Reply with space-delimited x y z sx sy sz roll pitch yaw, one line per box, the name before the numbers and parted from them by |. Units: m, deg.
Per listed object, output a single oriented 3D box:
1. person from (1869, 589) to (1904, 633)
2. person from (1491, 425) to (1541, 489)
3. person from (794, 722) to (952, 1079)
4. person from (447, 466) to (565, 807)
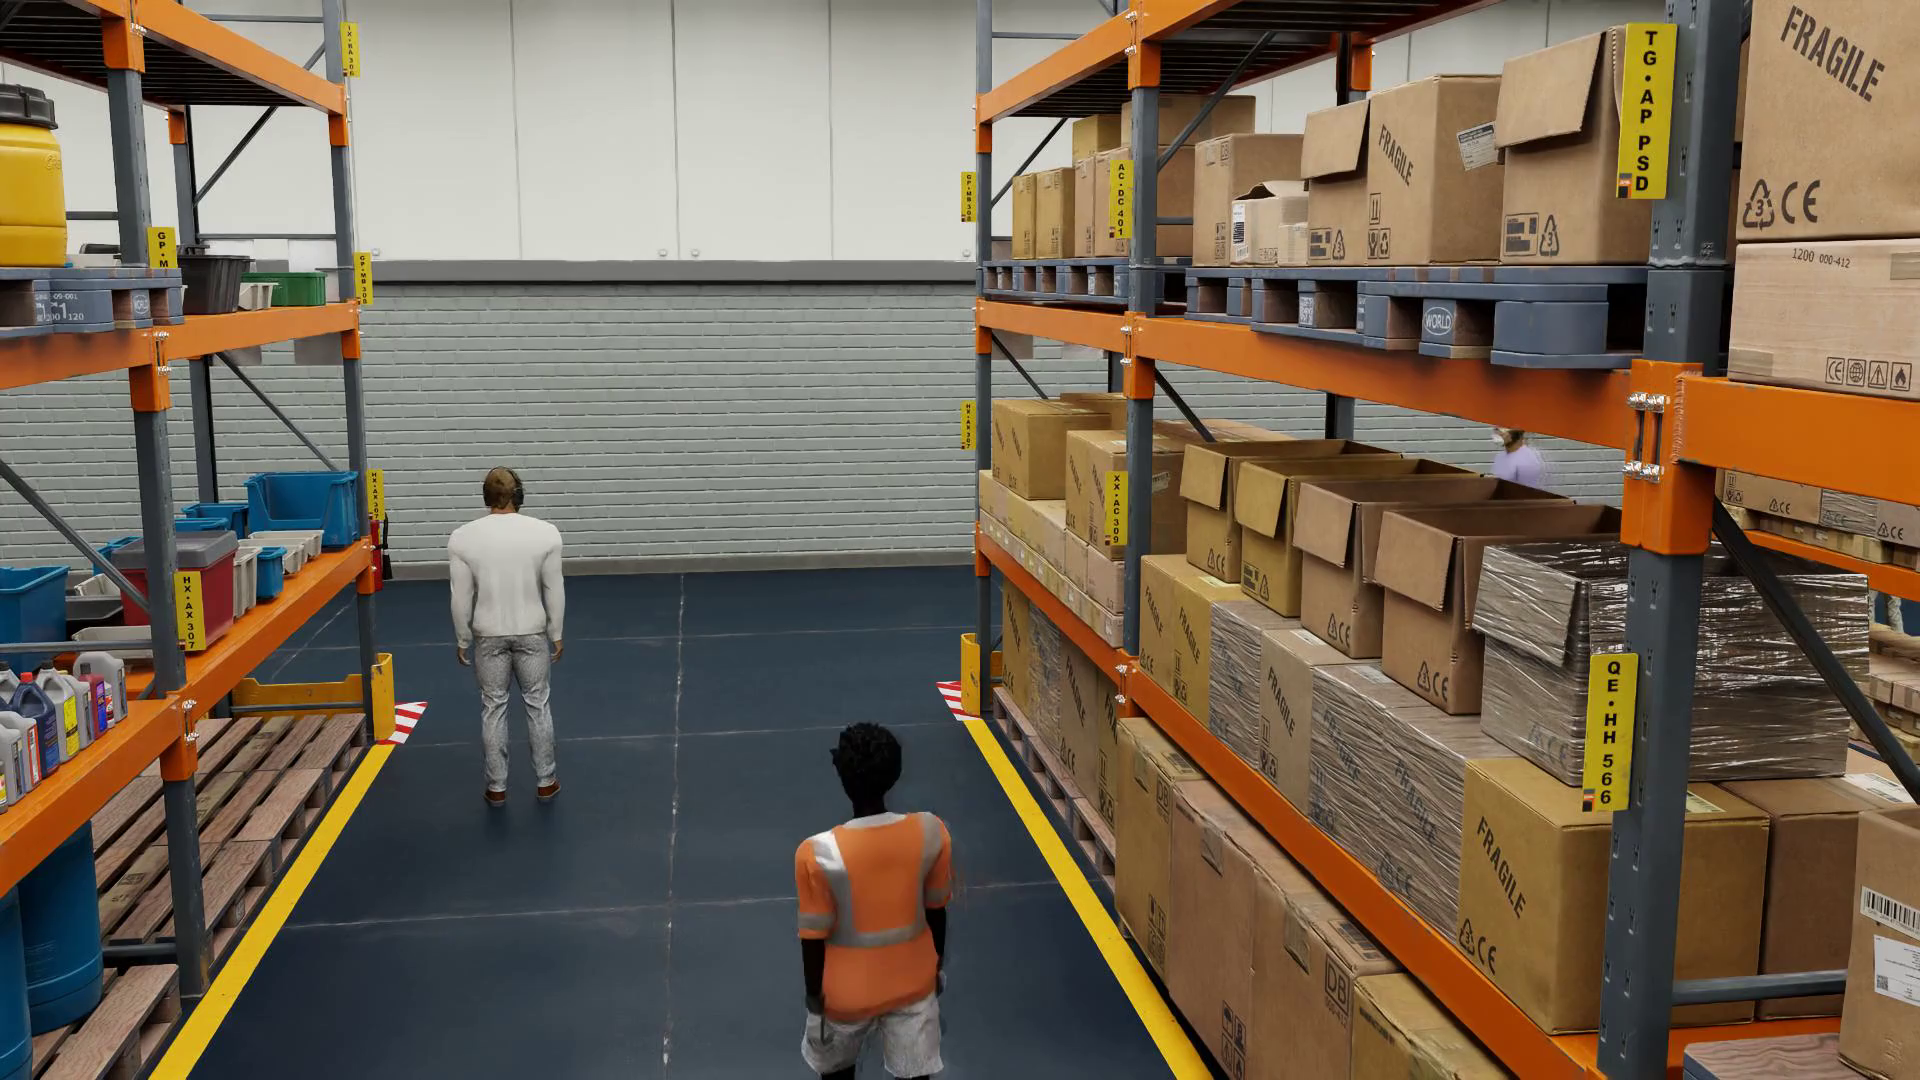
person | 6.641 0.174 12.008 0.516 1.854 0.324 -1 9 -8
person | 4.394 -0.064 13.249 0.486 1.921 0.649 0 9 -3
person | -0.239 1.384 5.112 0.534 1.670 0.814 -4 10 -23
person | -2.556 0.549 9.434 0.629 1.937 0.376 -2 9 -14
